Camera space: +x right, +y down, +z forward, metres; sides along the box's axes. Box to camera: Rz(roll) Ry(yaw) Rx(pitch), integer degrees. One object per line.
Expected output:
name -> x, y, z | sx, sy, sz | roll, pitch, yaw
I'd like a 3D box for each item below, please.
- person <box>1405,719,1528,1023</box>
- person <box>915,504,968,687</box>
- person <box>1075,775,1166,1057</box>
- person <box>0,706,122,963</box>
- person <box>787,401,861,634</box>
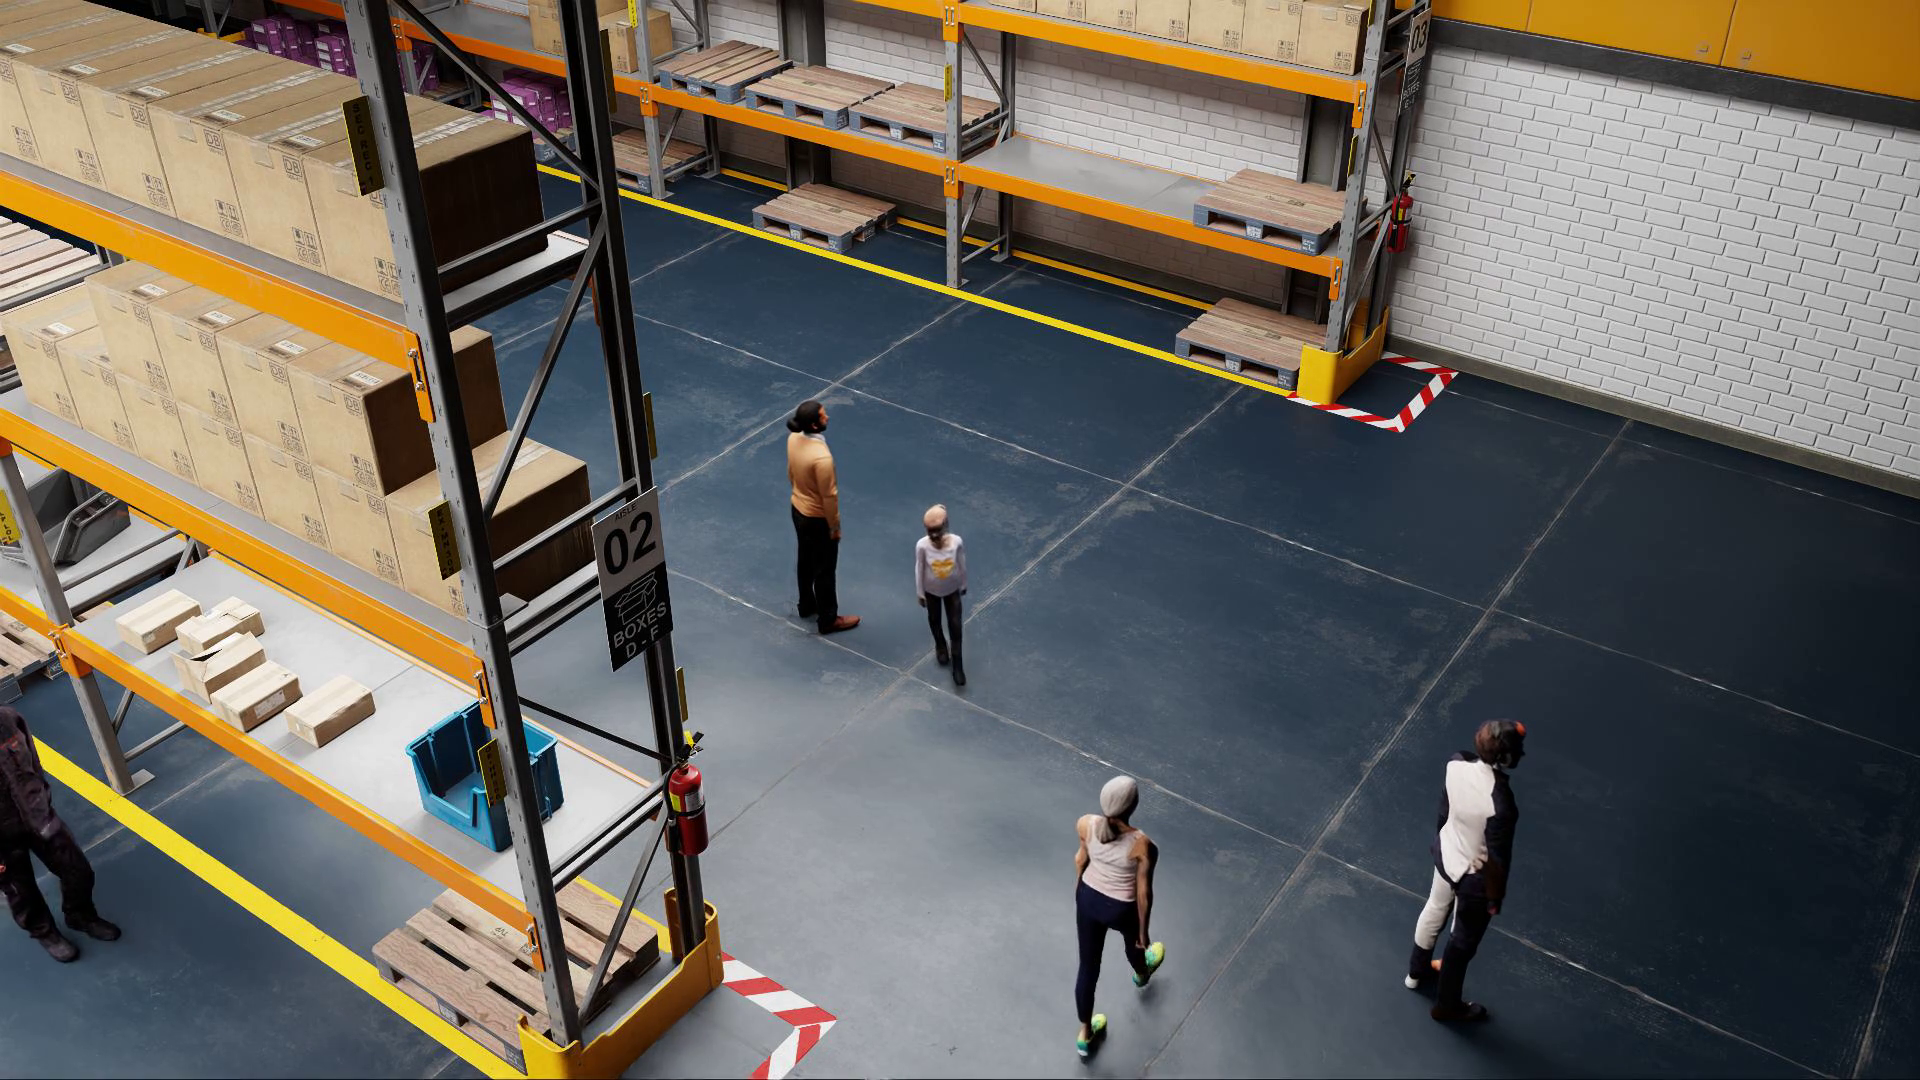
person -> 2.594, 1.670, 8.503 | 0.836, 1.891, 0.744 | -10, 35, -15
person -> -0.133, 0.290, 11.151 | 0.786, 1.259, 0.830 | -5, 34, -7
person -> 0.708, 1.923, 8.319 | 0.983, 1.674, 0.761 | 17, 37, 23
person -> -5.076, 1.459, 8.782 | 0.710, 1.933, 0.739 | 16, 37, 23
person -> -0.994, -0.170, 11.395 | 0.797, 1.754, 0.664 | -20, 39, -28
